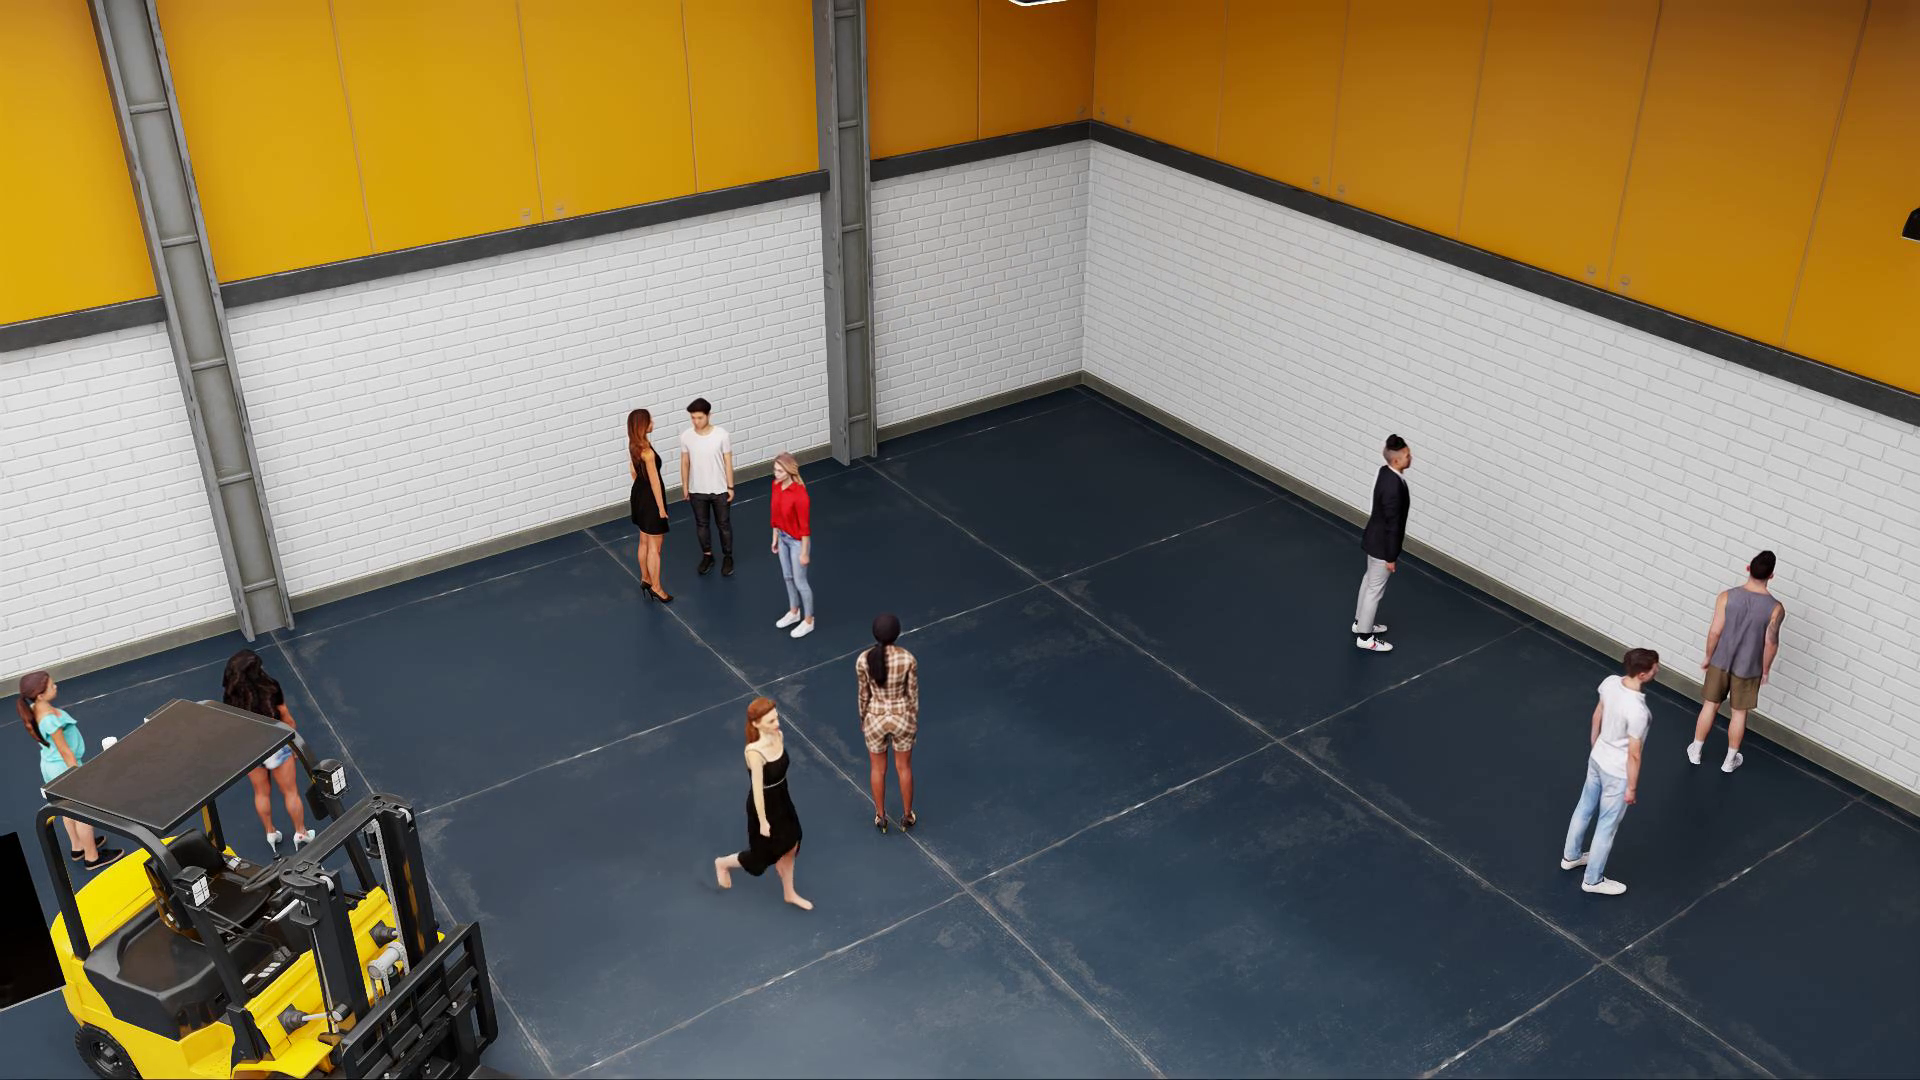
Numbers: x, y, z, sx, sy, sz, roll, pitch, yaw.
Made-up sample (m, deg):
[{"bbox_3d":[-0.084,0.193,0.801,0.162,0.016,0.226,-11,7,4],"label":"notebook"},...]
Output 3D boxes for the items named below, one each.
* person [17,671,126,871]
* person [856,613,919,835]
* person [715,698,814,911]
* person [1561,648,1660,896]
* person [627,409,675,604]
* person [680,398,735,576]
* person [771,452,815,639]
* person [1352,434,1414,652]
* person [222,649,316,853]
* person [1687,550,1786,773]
[{"bbox_3d":[-6.129,1.561,11.376,0.607,1.558,0.620,21,35,33],"label":"person"},{"bbox_3d":[-0.493,1.291,11.624,0.652,1.794,0.730,2,29,3],"label":"person"},{"bbox_3d":[-1.337,1.744,10.989,0.913,1.607,0.965,13,31,22],"label":"person"},{"bbox_3d":[4.371,1.517,11.150,0.702,1.850,0.733,-5,29,-8],"label":"person"},{"bbox_3d":[-2.712,-0.298,14.495,0.511,1.834,0.571,-19,34,-31],"label":"person"},{"bbox_3d":[-2.255,-0.505,14.999,0.691,1.715,0.773,2,29,4],"label":"person"},{"bbox_3d":[-1.407,0.016,14.055,0.557,1.704,0.638,-24,36,-36],"label":"person"},{"bbox_3d":[3.525,-0.015,13.855,0.833,1.950,0.790,3,29,6],"label":"person"},{"bbox_3d":[-4.785,1.461,11.488,0.650,1.626,0.727,0,29,1],"label":"person"},{"bbox_3d":[5.764,0.902,12.356,0.708,1.844,0.705,15,32,26],"label":"person"}]
